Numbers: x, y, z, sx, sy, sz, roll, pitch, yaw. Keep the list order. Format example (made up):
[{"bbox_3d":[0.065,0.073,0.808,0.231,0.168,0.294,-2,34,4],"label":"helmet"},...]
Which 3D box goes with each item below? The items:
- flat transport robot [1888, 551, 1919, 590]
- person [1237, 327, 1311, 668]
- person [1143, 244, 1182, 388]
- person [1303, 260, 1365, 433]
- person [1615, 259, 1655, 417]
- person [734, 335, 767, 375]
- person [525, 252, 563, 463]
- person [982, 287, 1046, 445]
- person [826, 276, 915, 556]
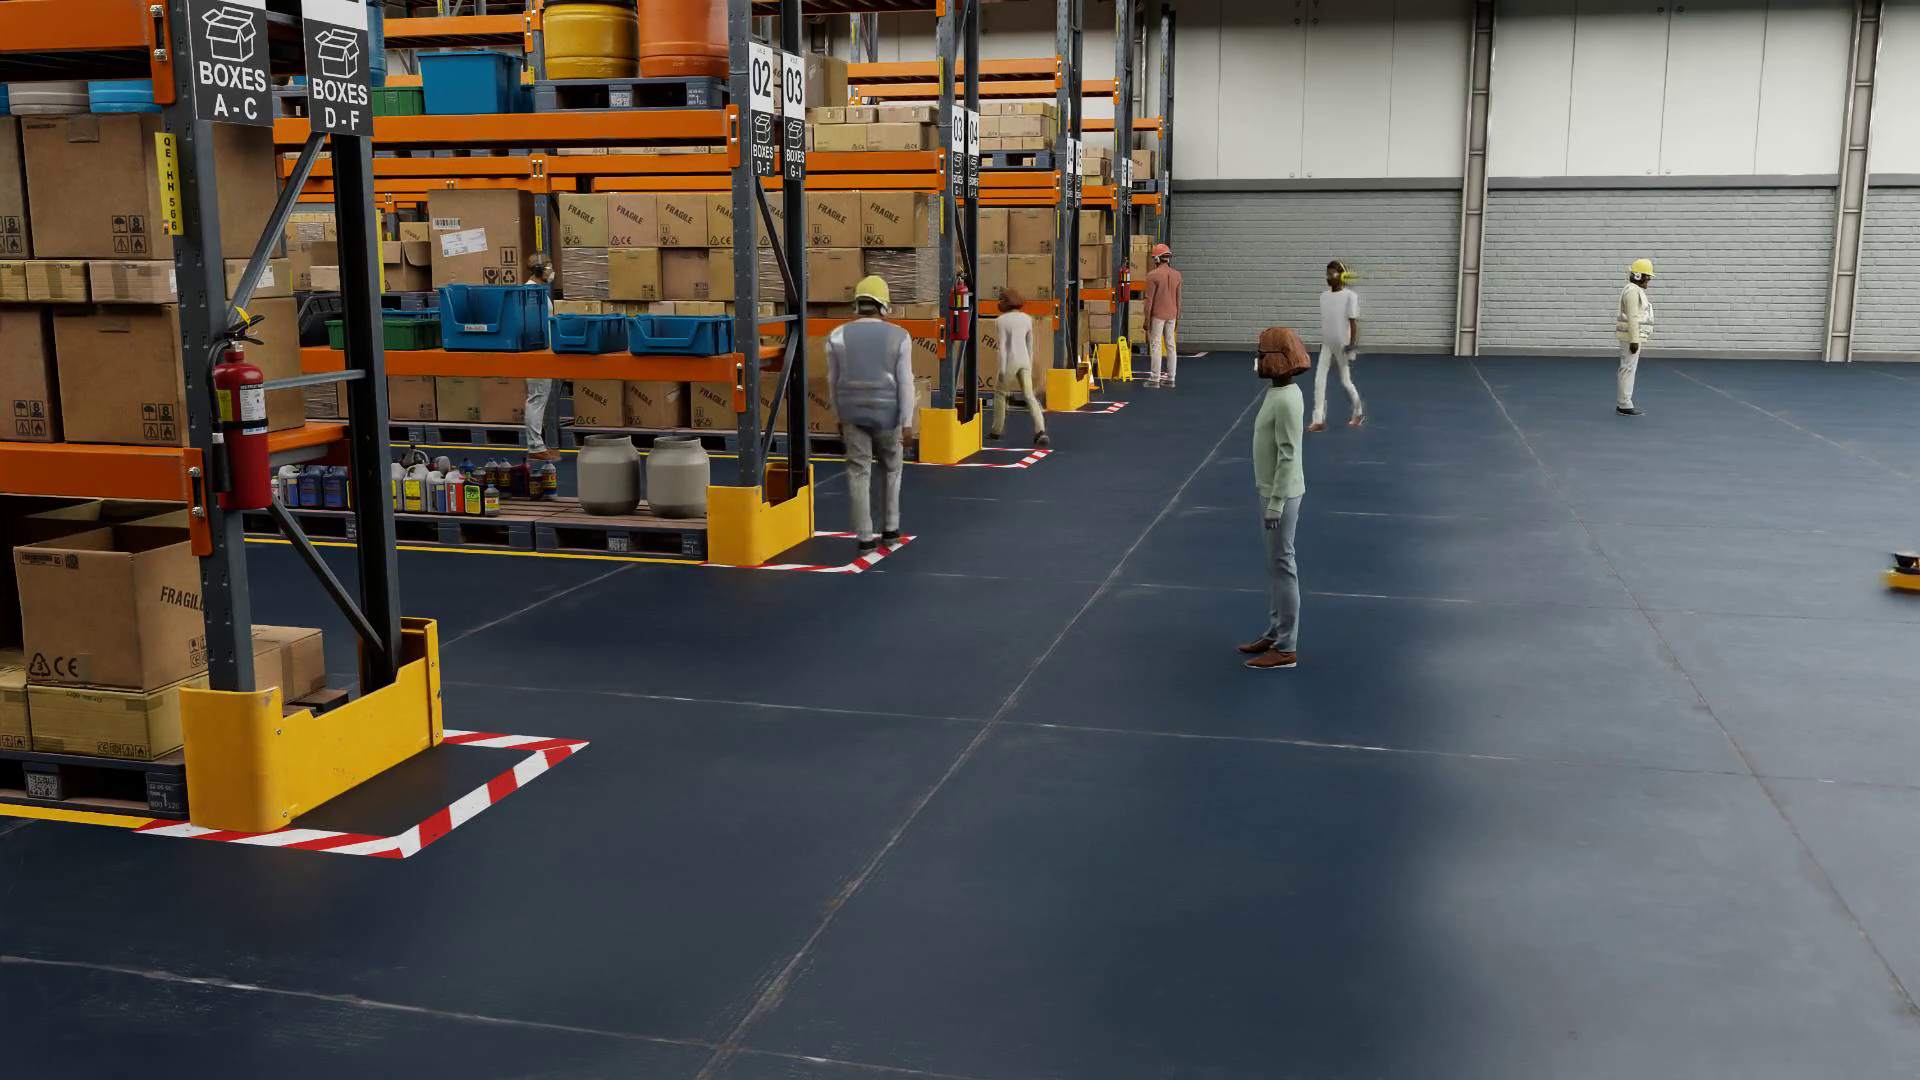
[{"bbox_3d":[6.169,0.211,9.474,1.431,0.197,0.652,9,13,40],"label":"flat transport robot"},{"bbox_3d":[1.512,-0.202,7.986,0.285,1.633,0.500,1,10,4],"label":"person"},{"bbox_3d":[2.796,-3.105,23.099,0.614,1.988,0.401,-7,12,-33],"label":"person"},{"bbox_3d":[4.066,-2.077,17.827,0.918,1.836,0.530,-9,13,-40],"label":"person"},{"bbox_3d":[7.860,-2.354,19.387,0.403,1.823,0.587,3,11,18],"label":"person"},{"bbox_3d":[-2.641,-2.522,20.136,0.975,1.882,0.565,3,11,17],"label":"person"},{"bbox_3d":[-3.896,-1.683,15.372,0.358,1.933,0.628,-3,11,-14],"label":"person"},{"bbox_3d":[0.575,-1.750,16.702,0.517,1.585,0.884,-8,13,-38],"label":"person"},{"bbox_3d":[-0.558,-0.829,10.962,0.596,1.801,0.737,2,10,9],"label":"person"}]
